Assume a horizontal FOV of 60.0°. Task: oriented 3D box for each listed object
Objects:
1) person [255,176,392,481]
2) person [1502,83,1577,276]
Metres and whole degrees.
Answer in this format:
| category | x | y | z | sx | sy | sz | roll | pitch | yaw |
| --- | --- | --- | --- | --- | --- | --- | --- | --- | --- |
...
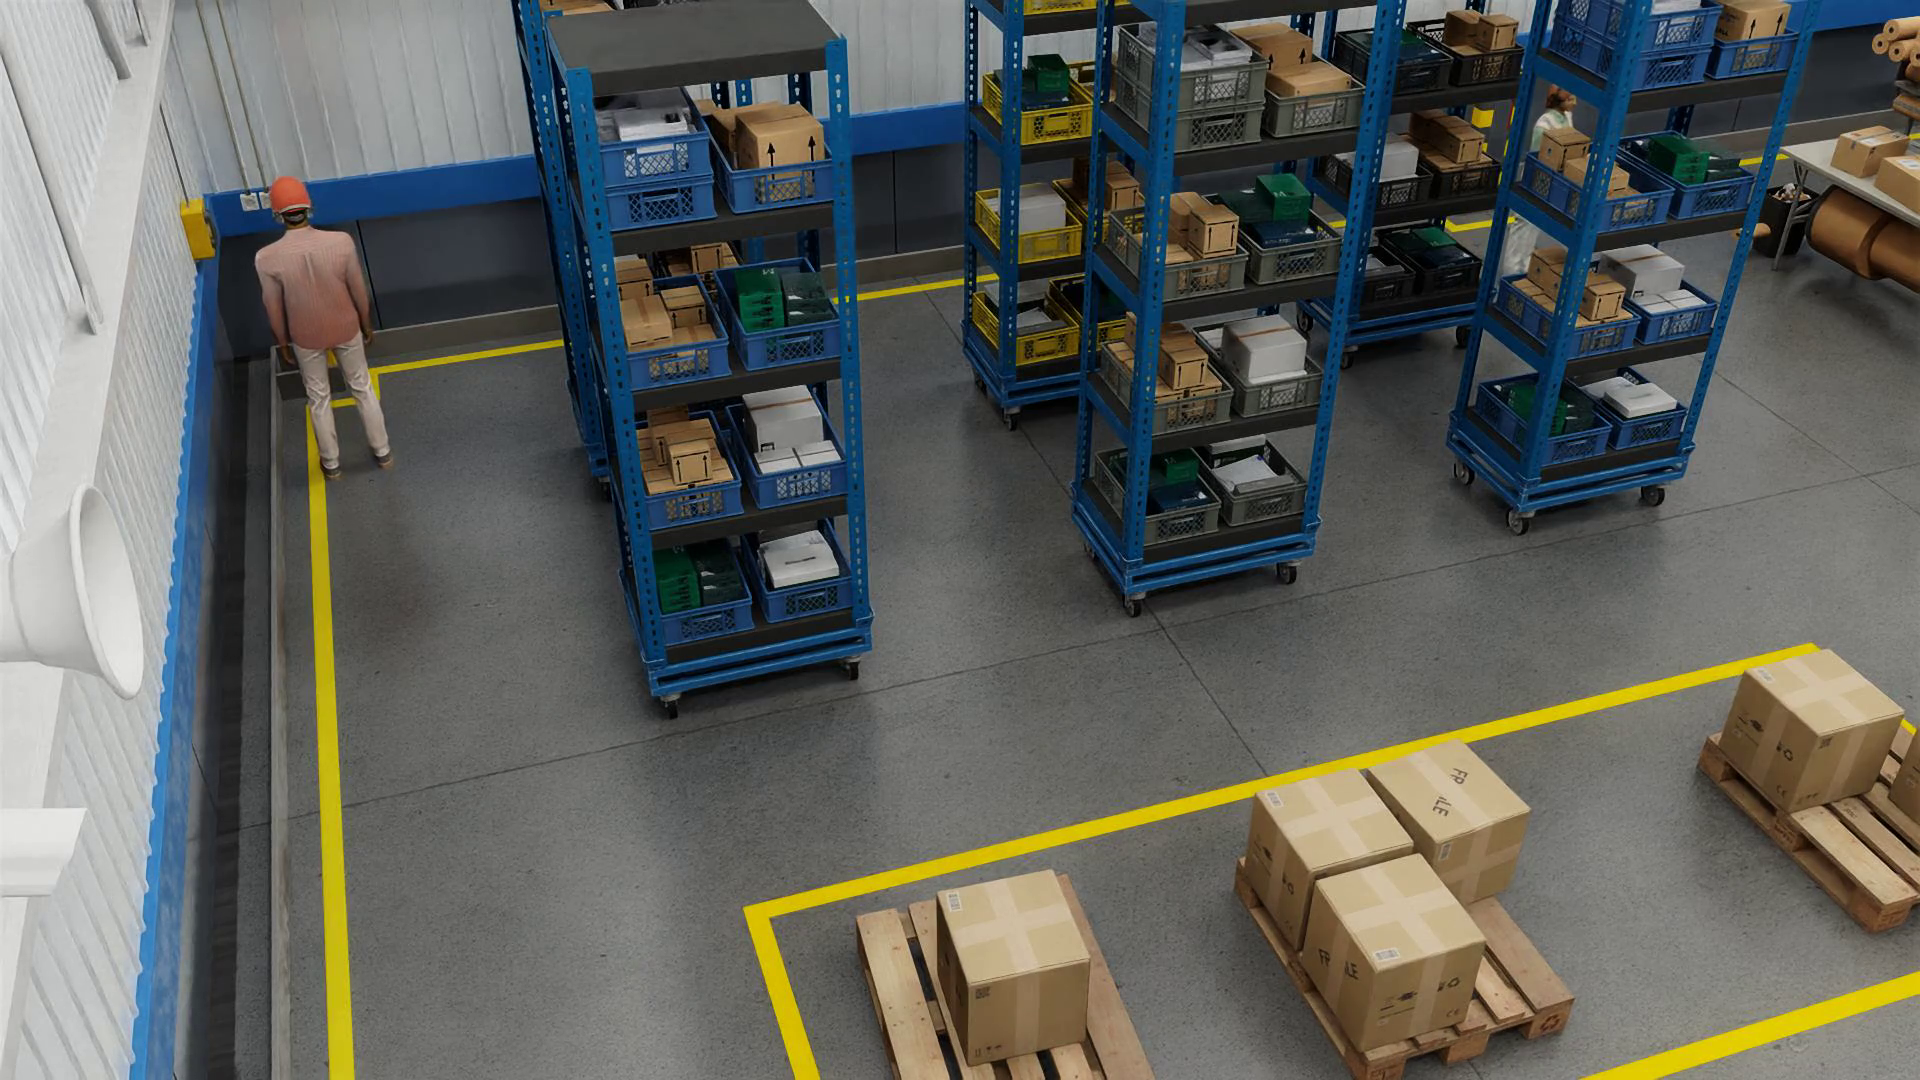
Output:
| category | x | y | z | sx | sy | sz | roll | pitch | yaw |
| --- | --- | --- | --- | --- | --- | --- | --- | --- | --- |
| person | -3.993 | -1.327 | 10.442 | 0.617 | 1.984 | 0.418 | -18 | 39 | -23 |
| person | 4.445 | -2.728 | 12.717 | 0.315 | 1.641 | 0.515 | 25 | 42 | 31 |
